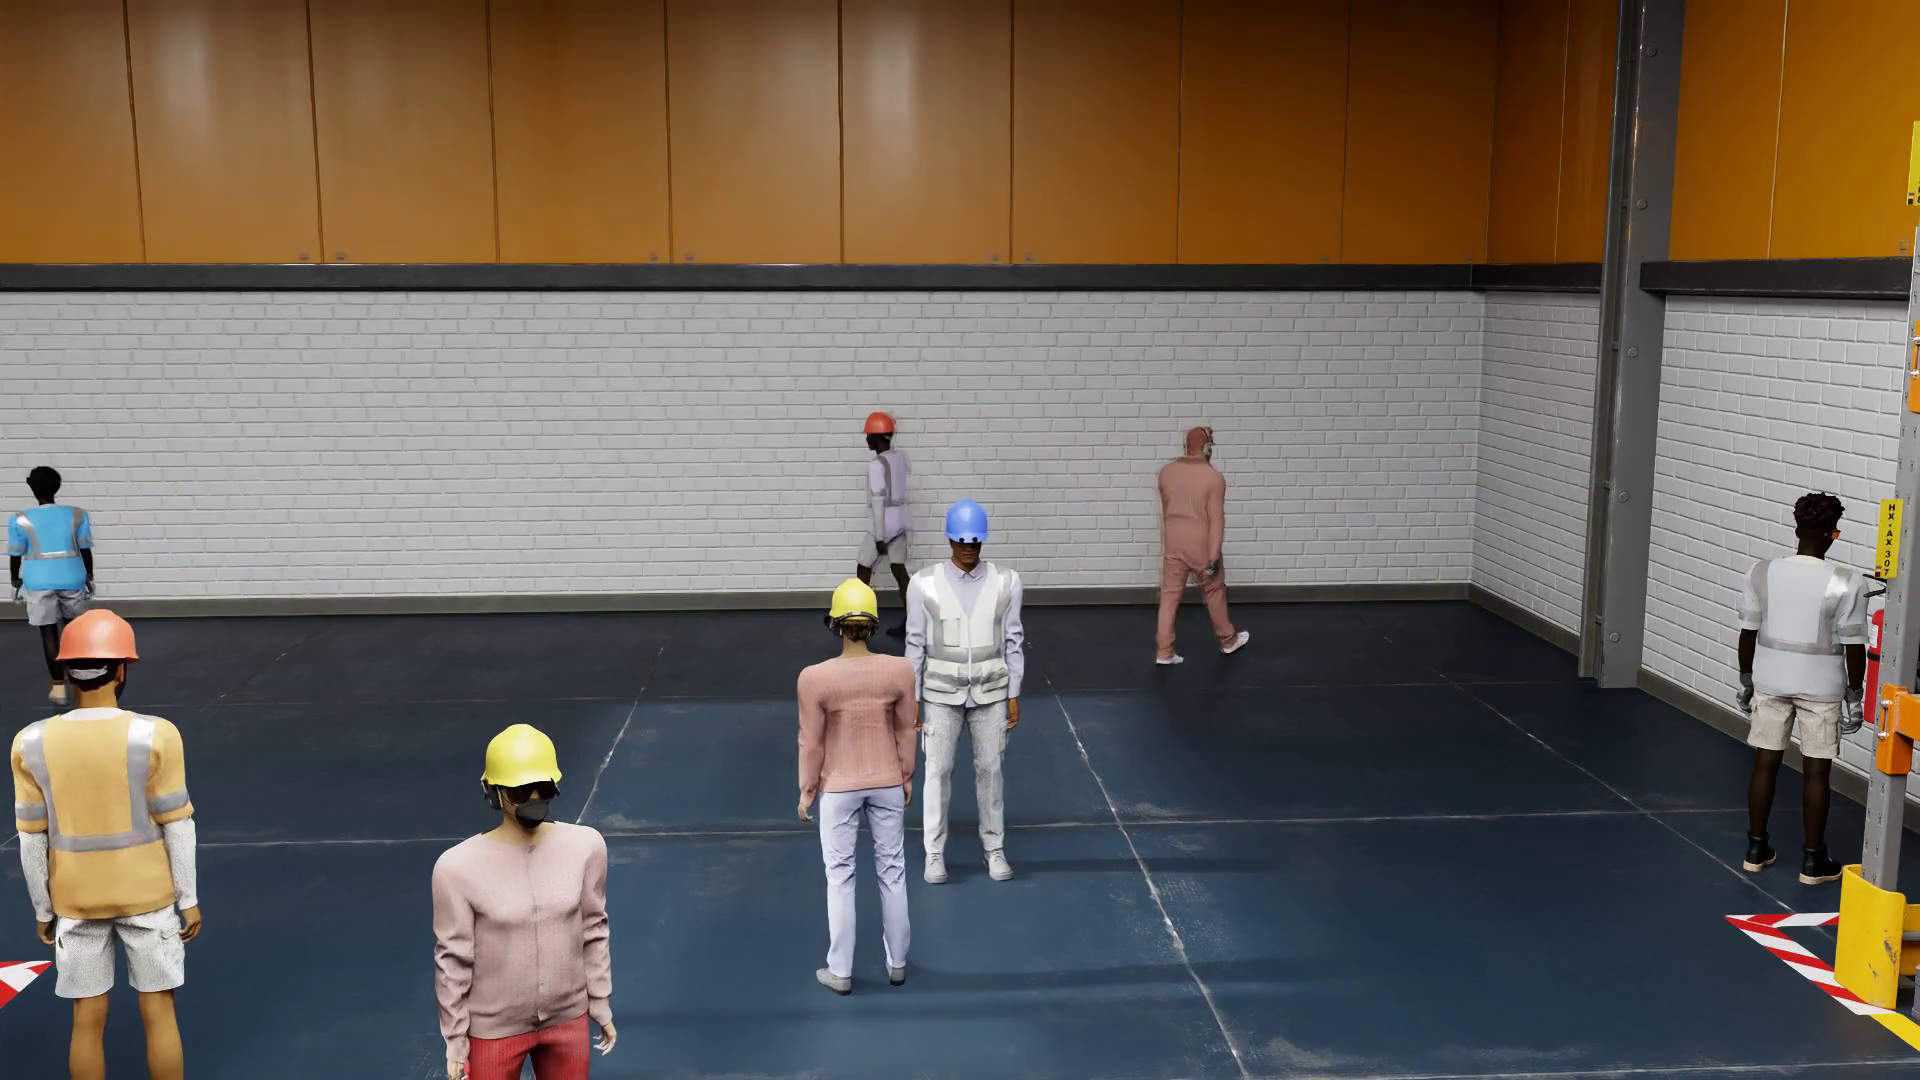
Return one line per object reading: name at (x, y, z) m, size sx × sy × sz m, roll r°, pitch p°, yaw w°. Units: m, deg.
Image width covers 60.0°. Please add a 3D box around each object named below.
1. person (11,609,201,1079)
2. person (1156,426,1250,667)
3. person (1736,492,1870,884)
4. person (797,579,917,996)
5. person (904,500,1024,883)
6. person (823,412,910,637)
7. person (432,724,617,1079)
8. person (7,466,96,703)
person at (-2.841, 1.189, 5.606) m, size 0.543 × 1.928 × 0.371 m, roll -1°, pitch 9°, yaw -9°
person at (1.884, 0.040, 13.039) m, size 0.646 × 1.863 × 0.965 m, roll 8°, pitch 12°, yaw 41°
person at (4.221, 0.732, 8.354) m, size 0.362 × 1.963 × 0.614 m, roll -9°, pitch 12°, yaw -43°
person at (-0.435, 1.040, 7.042) m, size 0.523 × 1.769 × 0.323 m, roll -3°, pitch 10°, yaw -18°
person at (0.020, 0.756, 8.285) m, size 0.608 × 1.938 × 0.408 m, roll -1°, pitch 9°, yaw -7°
person at (-0.716, -0.120, 13.934) m, size 0.851 × 1.897 × 0.555 m, roll 5°, pitch 10°, yaw 29°
person at (-1.244, 1.394, 4.814) m, size 0.525 × 1.772 × 0.308 m, roll -7°, pitch 11°, yaw -36°
person at (-6.499, 0.305, 11.898) m, size 0.548 × 1.678 × 0.549 m, roll -8°, pitch 12°, yaw -41°
